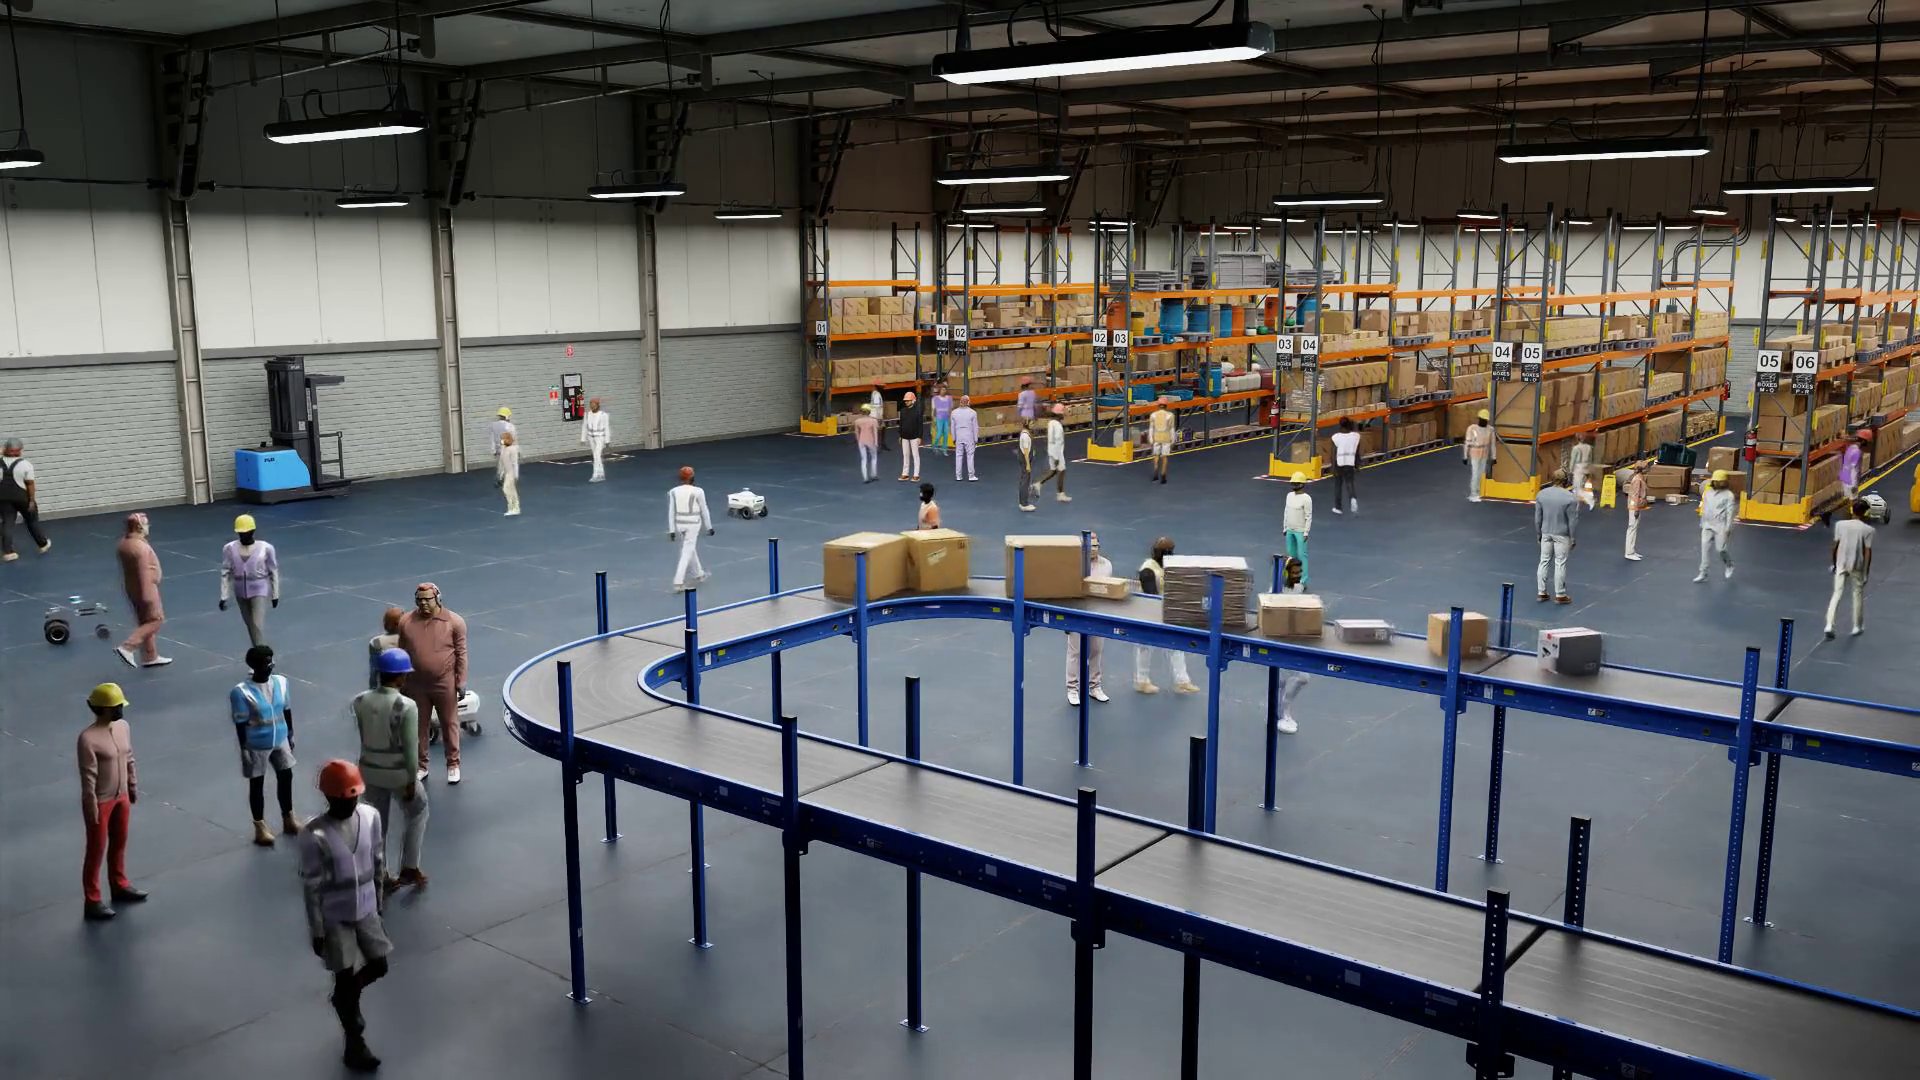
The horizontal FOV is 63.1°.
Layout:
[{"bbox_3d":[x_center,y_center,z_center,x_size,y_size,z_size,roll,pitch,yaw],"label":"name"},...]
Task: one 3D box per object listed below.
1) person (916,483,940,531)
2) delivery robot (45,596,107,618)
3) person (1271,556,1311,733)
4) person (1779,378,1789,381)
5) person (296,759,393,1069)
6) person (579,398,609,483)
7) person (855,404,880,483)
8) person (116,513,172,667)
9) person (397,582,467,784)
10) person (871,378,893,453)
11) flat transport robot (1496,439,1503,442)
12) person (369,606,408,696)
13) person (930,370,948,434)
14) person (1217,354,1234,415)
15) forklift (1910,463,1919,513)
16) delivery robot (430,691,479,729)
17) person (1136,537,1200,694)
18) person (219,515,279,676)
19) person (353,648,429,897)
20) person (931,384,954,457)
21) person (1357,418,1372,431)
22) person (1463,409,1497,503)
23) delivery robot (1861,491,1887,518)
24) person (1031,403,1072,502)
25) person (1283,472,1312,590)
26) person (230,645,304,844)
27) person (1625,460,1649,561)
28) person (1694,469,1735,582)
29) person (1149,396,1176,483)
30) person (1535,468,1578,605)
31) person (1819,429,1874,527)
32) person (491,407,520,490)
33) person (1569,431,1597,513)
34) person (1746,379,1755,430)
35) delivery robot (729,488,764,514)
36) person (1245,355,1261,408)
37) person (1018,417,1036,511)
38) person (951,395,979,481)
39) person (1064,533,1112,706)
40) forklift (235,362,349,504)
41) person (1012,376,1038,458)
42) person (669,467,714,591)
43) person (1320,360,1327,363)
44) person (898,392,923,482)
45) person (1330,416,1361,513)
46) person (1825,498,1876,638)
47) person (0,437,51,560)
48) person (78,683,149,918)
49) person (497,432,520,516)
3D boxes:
[{"bbox_3d":[-0.533,-0.014,22.876,0.870,1.654,0.540,-2,10,-11],"label":"person"},{"bbox_3d":[-11.457,0.848,20.252,0.698,0.223,0.335,-6,12,-31],"label":"delivery robot"},{"bbox_3d":[3.412,1.078,16.168,0.561,1.854,0.396,-8,13,-40],"label":"person"},{"bbox_3d":[23.513,-3.941,44.583,0.681,1.799,0.482,7,12,33],"label":"person"},{"bbox_3d":[-3.742,2.233,9.494,0.519,1.918,0.551,8,13,38],"label":"person"},{"bbox_3d":[-8.117,-2.196,34.596,0.590,1.849,0.858,4,11,23],"label":"person"},{"bbox_3d":[-2.030,-2.142,34.629,0.541,1.724,0.778,3,10,15],"label":"person"},{"bbox_3d":[-9.815,0.613,18.695,0.650,1.890,0.563,9,14,42],"label":"person"},{"bbox_3d":[-4.927,1.333,14.600,0.639,1.908,0.409,-1,10,-5],"label":"person"},{"bbox_3d":[-1.997,-3.185,40.008,0.771,1.907,0.585,-1,10,-4],"label":"person"},{"bbox_3d":[14.597,-2.779,42.462,1.431,0.197,0.652,-4,11,-21],"label":"flat transport robot"},{"bbox_3d":[-5.355,1.436,14.928,0.506,1.602,0.842,-1,10,-6],"label":"person"},{"bbox_3d":[-0.495,-3.871,44.114,0.514,1.834,0.956,8,13,37],"label":"person"},{"bbox_3d":[8.442,-4.966,49.960,0.627,1.941,0.371,-1,10,-6],"label":"person"},{"bbox_3d":[19.034,-1.348,28.998,2.313,2.155,1.214,8,13,37],"label":"forklift"},{"bbox_3d":[-5.317,1.723,16.059,0.707,0.478,0.477,-6,12,-33],"label":"delivery robot"},{"bbox_3d":[2.314,0.867,17.503,0.863,1.804,0.637,10,14,43],"label":"person"},{"bbox_3d":[-8.410,0.657,18.449,0.598,1.890,0.906,0,10,-1],"label":"person"},{"bbox_3d":[-4.375,1.777,12.065,0.625,1.920,0.564,3,10,16],"label":"person"},{"bbox_3d":[-0.420,-2.983,39.120,0.570,1.831,0.454,-5,11,-25],"label":"person"},{"bbox_3d":[10.574,-3.348,40.874,0.543,1.932,0.376,8,13,38],"label":"person"},{"bbox_3d":[10.553,-1.690,31.635,0.603,1.897,0.732,-2,10,-11],"label":"person"},{"bbox_3d":[17.274,-0.679,29.581,0.477,0.478,0.707,4,11,21],"label":"delivery robot"},{"bbox_3d":[1.874,-1.770,31.722,0.742,2.027,0.613,-3,11,-17],"label":"person"},{"bbox_3d":[5.005,-0.142,23.282,0.302,1.772,0.530,-6,12,-31],"label":"person"},{"bbox_3d":[-5.838,1.700,13.150,0.316,1.690,0.542,7,12,33],"label":"person"},{"bbox_3d":[11.101,-0.497,25.648,0.311,1.638,0.523,5,11,26],"label":"person"},{"bbox_3d":[11.532,-0.224,23.855,0.591,1.732,0.501,-6,12,-31],"label":"person"},{"bbox_3d":[4.482,-2.222,34.588,0.561,1.919,0.527,4,11,21],"label":"person"},{"bbox_3d":[8.523,-0.063,22.363,0.370,1.940,0.630,-9,13,-40],"label":"person"},{"bbox_3d":[15.989,-1.070,28.152,0.672,1.896,0.617,3,11,18],"label":"person"},{"bbox_3d":[-9.591,-1.912,33.098,0.601,1.815,0.429,6,12,29],"label":"person"},{"bbox_3d":[12.054,-1.290,30.209,0.515,1.620,0.655,-6,12,-29],"label":"person"},{"bbox_3d":[23.146,-4.044,45.186,0.911,1.802,0.630,-2,10,-9],"label":"person"},{"bbox_3d":[-4.093,-0.750,29.967,0.707,0.478,0.477,7,13,36],"label":"delivery robot"},{"bbox_3d":[9.767,-5.285,52.197,0.611,1.786,0.924,7,12,34],"label":"person"},{"bbox_3d":[1.313,-1.506,30.744,0.332,1.844,0.517,-1,10,-4],"label":"person"},{"bbox_3d":[0.123,-2.262,34.832,0.639,1.908,0.409,4,11,19],"label":"person"},{"bbox_3d":[1.419,0.858,17.272,0.642,1.909,0.410,-5,11,-26],"label":"person"},{"bbox_3d":[-13.803,-2.244,32.110,1.129,2.768,1.873,8,13,37],"label":"forklift"},{"bbox_3d":[1.567,-3.086,39.175,0.915,2.005,0.661,7,12,36],"label":"person"},{"bbox_3d":[-4.040,-0.180,23.357,0.570,1.831,1.010,5,11,28],"label":"person"},{"bbox_3d":[12.152,-5.505,52.837,0.376,1.995,0.609,-9,14,-42],"label":"person"},{"bbox_3d":[-1.104,-2.297,34.775,0.611,1.996,0.379,6,12,31],"label":"person"},{"bbox_3d":[7.466,-1.448,30.280,0.605,1.897,0.651,-1,10,-6],"label":"person"},{"bbox_3d":[11.550,0.356,20.325,0.544,1.855,0.823,9,13,41],"label":"person"},{"bbox_3d":[-15.544,-0.712,25.848,0.684,2.000,1.012,-1,10,-6],"label":"person"},{"bbox_3d":[-6.357,1.923,11.722,0.378,1.756,0.537,2,10,9],"label":"person"},{"bbox_3d":[-8.710,-1.266,30.030,0.550,1.614,0.518,-8,13,-38],"label":"person"}]
